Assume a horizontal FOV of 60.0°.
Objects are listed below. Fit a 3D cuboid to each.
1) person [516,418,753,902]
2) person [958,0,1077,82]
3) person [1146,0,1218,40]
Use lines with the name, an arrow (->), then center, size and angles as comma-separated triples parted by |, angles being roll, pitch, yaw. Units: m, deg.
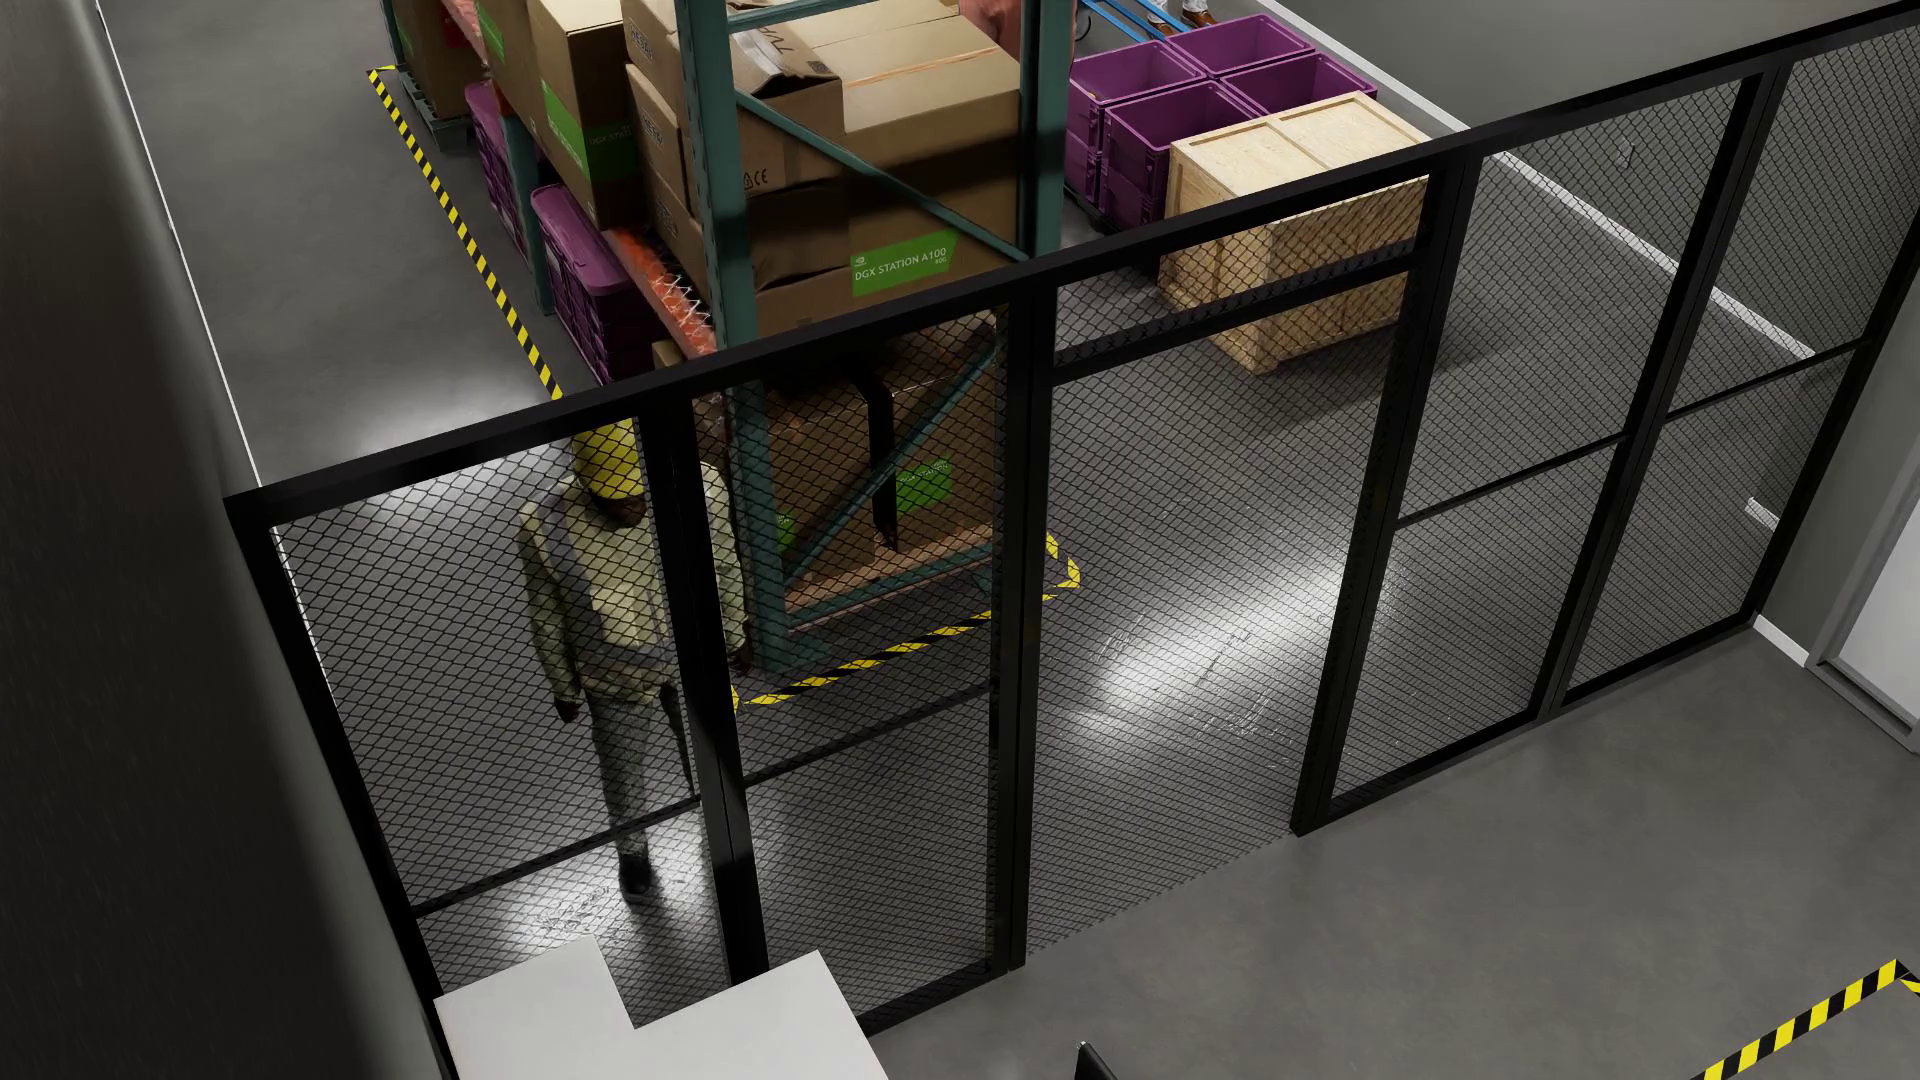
person -> -0.871, 0.321, 4.674 | 0.600, 1.827, 0.404 | -16, 45, -17
person -> 0.208, -1.819, 6.894 | 0.625, 1.991, 0.392 | -31, 51, -30
person -> 1.280, -3.629, 8.916 | 0.627, 1.940, 0.372 | -21, 47, -22
